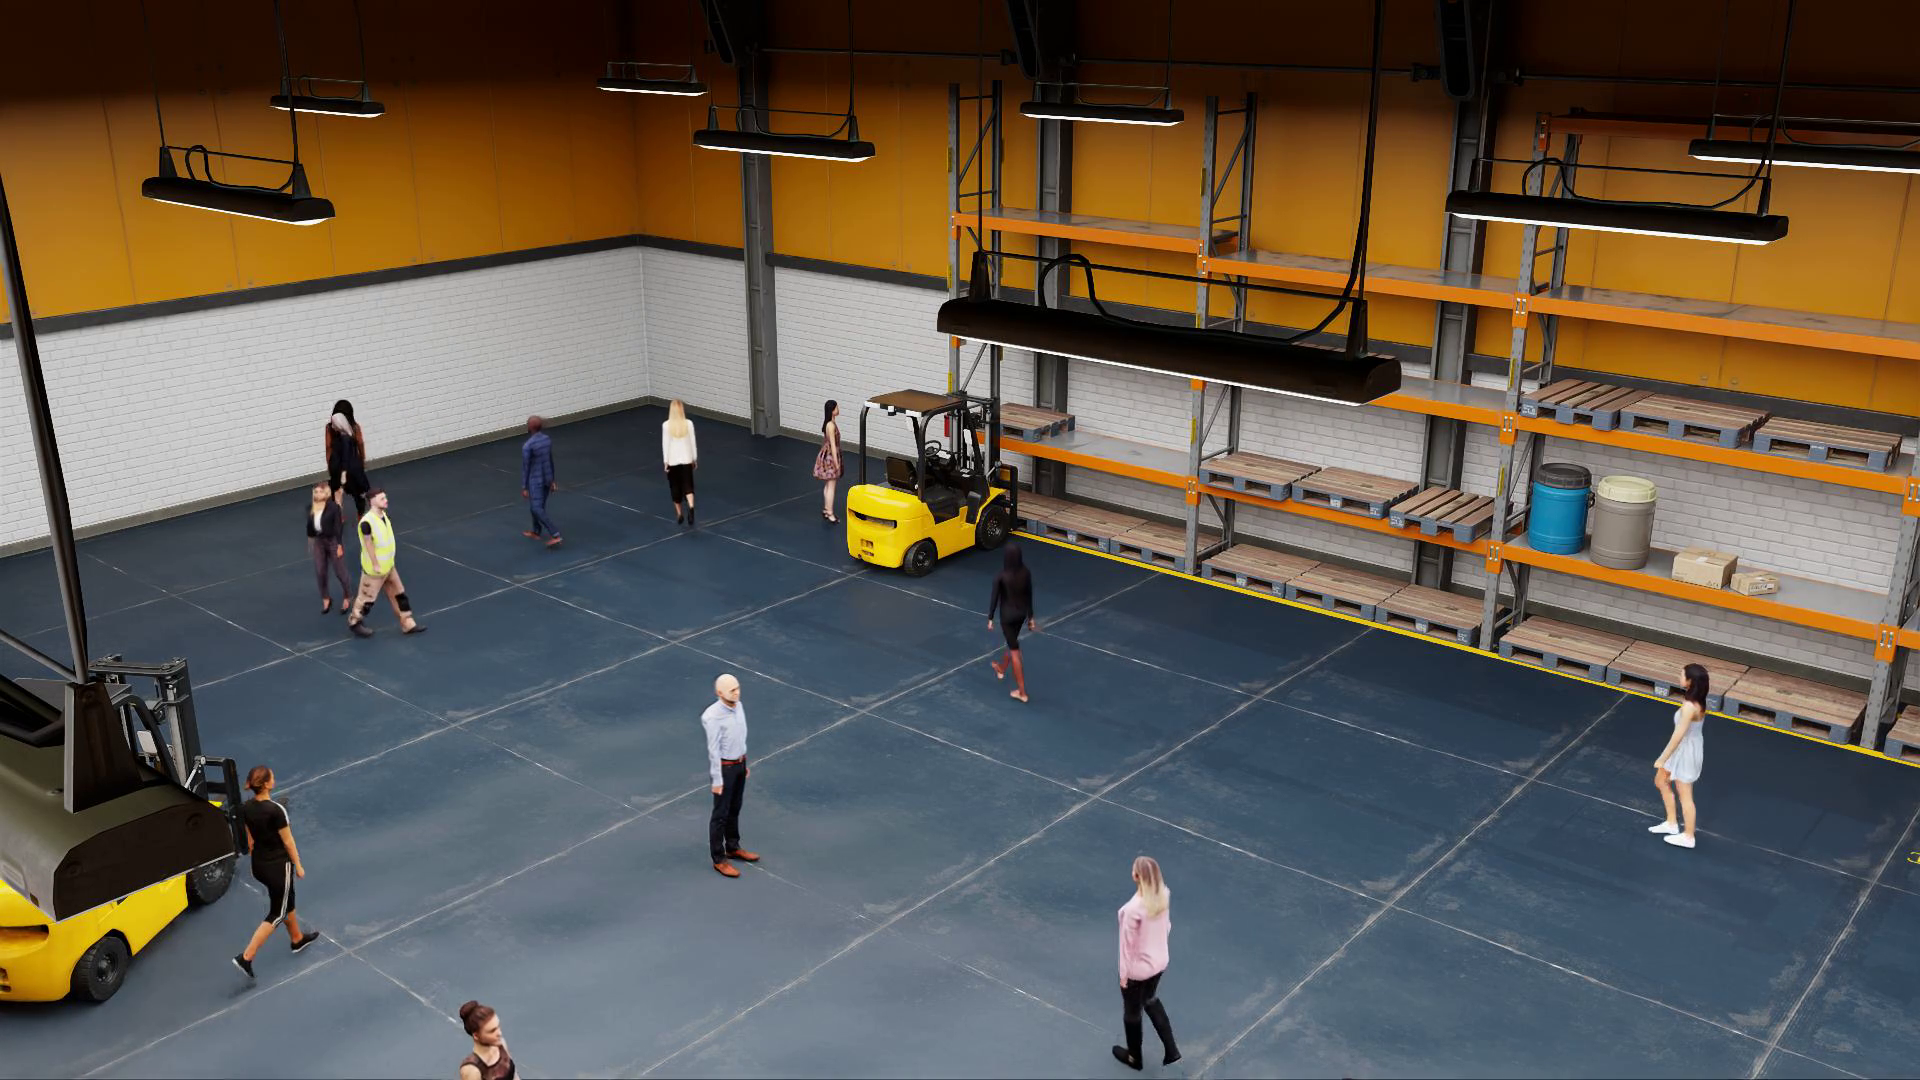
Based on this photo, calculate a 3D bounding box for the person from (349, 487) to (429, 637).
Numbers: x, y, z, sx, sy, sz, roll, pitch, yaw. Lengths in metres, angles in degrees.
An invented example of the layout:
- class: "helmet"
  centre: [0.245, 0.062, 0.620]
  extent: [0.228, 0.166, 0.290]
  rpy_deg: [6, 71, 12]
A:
- class: "person"
  centre: [-6.788, 0.273, 19.207]
  extent: [1.248, 1.811, 1.087]
  rpy_deg: [2, 19, 6]

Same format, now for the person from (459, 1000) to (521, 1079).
- class: "person"
  centre: [-2.867, 3.484, 9.949]
  extent: [1.181, 1.635, 0.964]
  rpy_deg: [3, 19, 10]

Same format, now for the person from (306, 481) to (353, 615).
- class: "person"
  centre: [-7.557, 0.082, 20.005]
  extent: [0.652, 1.664, 0.758]
  rpy_deg: [5, 19, 13]

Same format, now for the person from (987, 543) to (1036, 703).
- class: "person"
  centre: [0.612, 0.889, 17.582]
  extent: [0.825, 1.681, 1.156]
  rpy_deg: [-12, 22, -31]

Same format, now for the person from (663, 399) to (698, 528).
- class: "person"
  centre: [-3.848, -1.002, 22.948]
  extent: [0.943, 1.841, 1.118]
  rpy_deg: [-6, 20, -18]

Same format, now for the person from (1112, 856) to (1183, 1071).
- class: "person"
  centre: [1.327, 2.954, 11.451]
  extent: [0.671, 1.681, 0.829]
  rpy_deg: [-16, 24, -39]

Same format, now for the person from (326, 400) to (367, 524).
- class: "person"
  centre: [-8.526, -1.061, 23.172]
  extent: [0.827, 1.809, 0.882]
  rpy_deg: [-4, 19, -12]

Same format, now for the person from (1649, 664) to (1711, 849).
- class: "person"
  centre: [6.417, 1.914, 14.490]
  extent: [0.709, 1.713, 0.637]
  rpy_deg: [9, 21, 25]

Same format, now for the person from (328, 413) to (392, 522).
- class: "person"
  centre: [-8.291, -0.897, 22.875]
  extent: [0.966, 1.689, 1.190]
  rpy_deg: [-10, 21, -26]

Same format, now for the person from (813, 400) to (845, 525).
- class: "person"
  centre: [-1.801, -1.101, 23.347]
  extent: [0.869, 1.773, 0.796]
  rpy_deg: [-4, 19, -12]

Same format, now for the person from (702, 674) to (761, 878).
- class: "person"
  centre: [-1.970, 1.969, 14.206]
  extent: [0.635, 1.789, 0.697]
  rpy_deg: [9, 20, 24]

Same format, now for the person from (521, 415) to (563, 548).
- class: "person"
  centre: [-5.608, -0.772, 22.344]
  extent: [1.117, 1.790, 0.800]
  rpy_deg: [10, 21, 27]

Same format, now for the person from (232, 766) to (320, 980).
- class: "person"
  centre: [-5.315, 2.551, 12.715]
  extent: [1.001, 1.639, 0.731]
  rpy_deg: [11, 22, 30]
